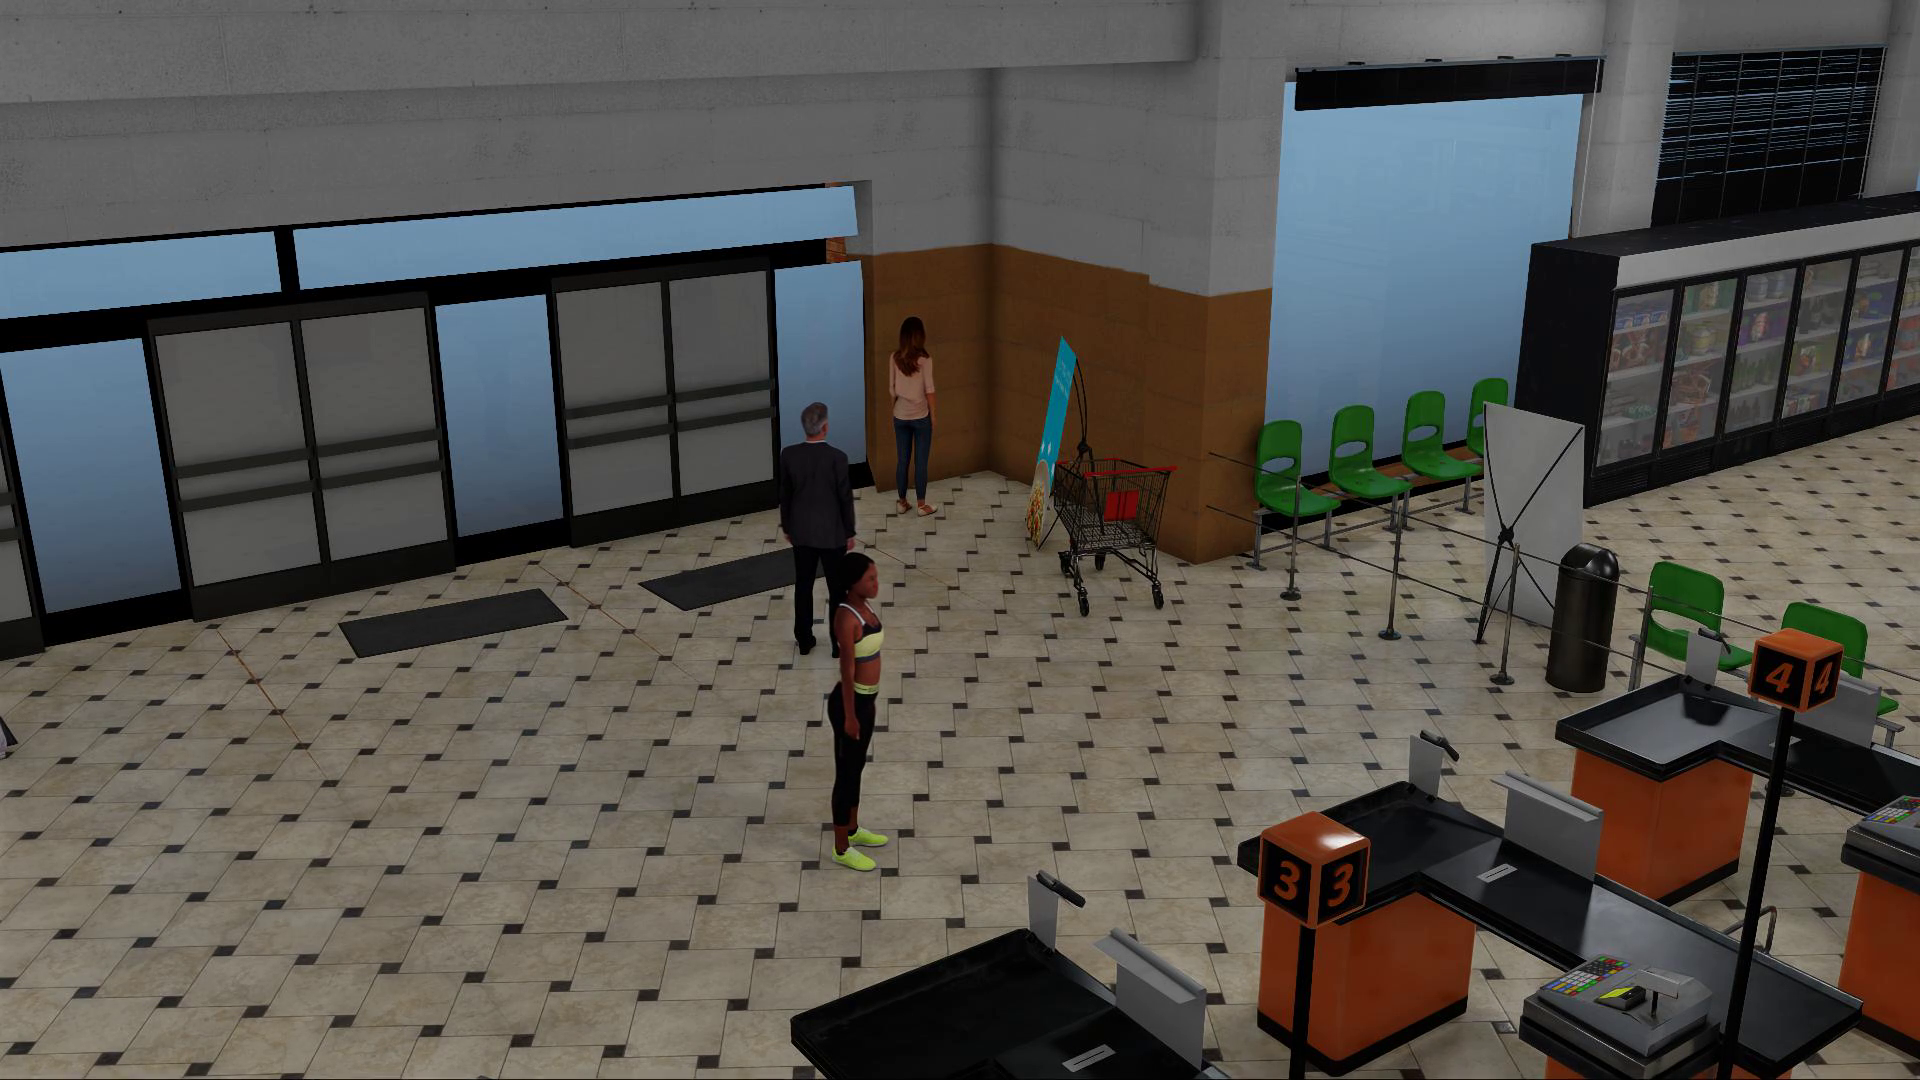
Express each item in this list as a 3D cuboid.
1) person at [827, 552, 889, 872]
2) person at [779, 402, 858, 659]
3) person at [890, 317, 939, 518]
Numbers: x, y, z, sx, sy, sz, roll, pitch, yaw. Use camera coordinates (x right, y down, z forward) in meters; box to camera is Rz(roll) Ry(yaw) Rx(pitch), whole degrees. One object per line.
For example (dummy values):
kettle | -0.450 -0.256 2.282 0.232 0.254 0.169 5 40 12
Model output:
person | -0.579 0.896 8.939 0.687 1.754 0.637 4 19 13
person | -0.988 -0.074 11.677 0.775 1.842 0.873 6 20 18
person | -0.425 -1.098 14.794 0.619 1.792 0.728 8 20 24
